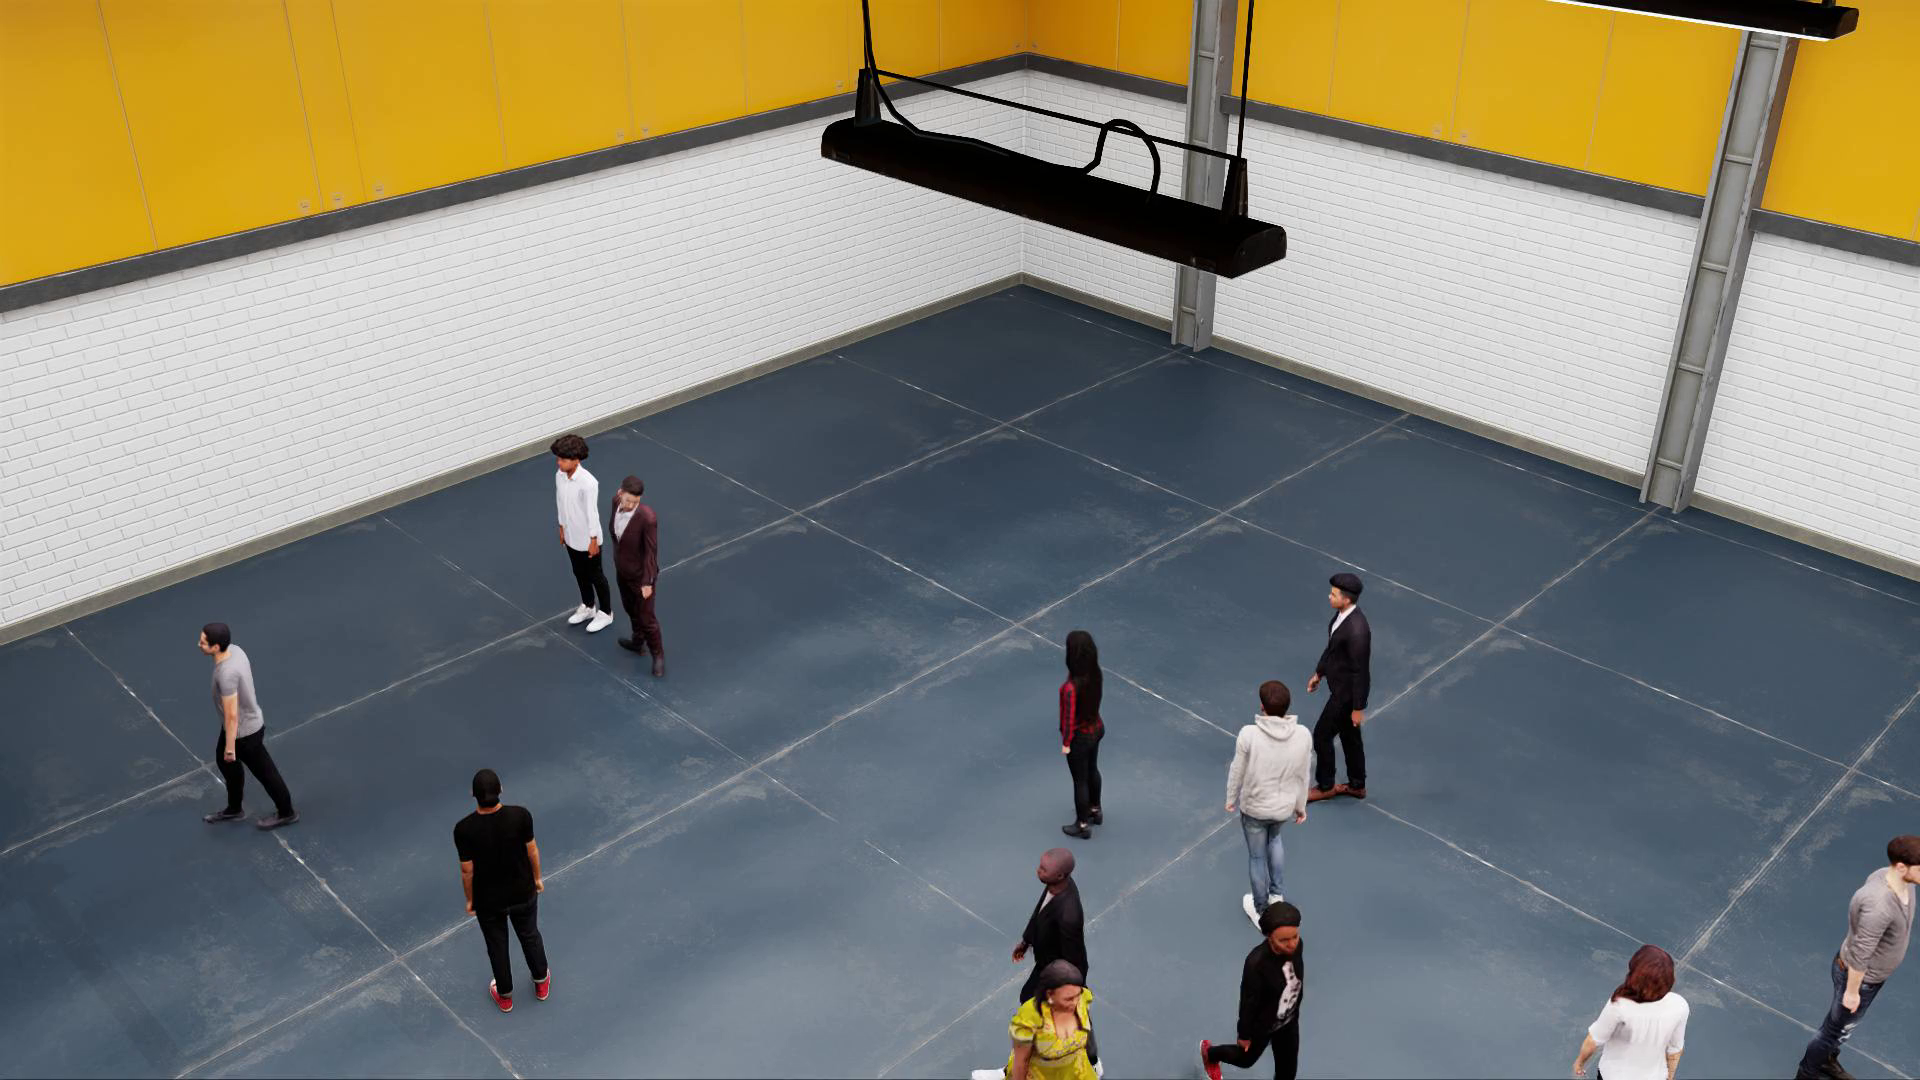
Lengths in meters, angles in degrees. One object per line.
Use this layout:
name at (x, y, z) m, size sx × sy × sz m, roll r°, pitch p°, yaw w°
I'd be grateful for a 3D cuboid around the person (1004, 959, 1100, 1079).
person at (0.445, 2.874, 9.067) m, size 0.918 × 1.625 × 1.046 m, roll -15°, pitch 32°, yaw -26°

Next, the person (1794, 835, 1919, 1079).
person at (5.171, 2.457, 9.545) m, size 0.662 × 1.900 × 0.535 m, roll -25°, pitch 38°, yaw -38°

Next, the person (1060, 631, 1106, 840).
person at (0.892, 1.374, 11.793) m, size 0.610 × 1.648 × 0.637 m, roll 15°, pitch 32°, yaw 26°

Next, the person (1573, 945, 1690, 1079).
person at (3.560, 2.944, 8.801) m, size 0.991 × 1.757 × 1.046 m, roll 1°, pitch 29°, yaw 2°

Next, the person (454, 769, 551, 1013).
person at (-2.817, 2.150, 10.257) m, size 0.701 × 1.758 × 0.671 m, roll -13°, pitch 31°, yaw -23°

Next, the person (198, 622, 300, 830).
person at (-5.011, 1.313, 11.815) m, size 0.912 × 1.735 × 0.928 m, roll -12°, pitch 31°, yaw -20°

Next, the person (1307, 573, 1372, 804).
person at (2.918, 1.095, 12.094) m, size 0.955 × 1.850 × 0.902 m, roll 3°, pitch 29°, yaw 6°

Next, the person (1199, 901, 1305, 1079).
person at (1.682, 2.671, 9.418) m, size 0.746 × 1.645 × 1.119 m, roll -17°, pitch 33°, yaw -28°

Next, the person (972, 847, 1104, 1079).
person at (0.683, 2.492, 9.654) m, size 1.109 × 1.733 × 1.041 m, roll 1°, pitch 29°, yaw 1°

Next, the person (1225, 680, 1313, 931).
person at (2.033, 1.793, 10.828) m, size 0.791 × 1.838 × 0.818 m, roll -6°, pitch 29°, yaw -12°

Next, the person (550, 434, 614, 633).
person at (-3.243, -0.077, 14.284) m, size 0.525 × 1.810 × 0.710 m, roll 21°, pitch 35°, yaw 33°

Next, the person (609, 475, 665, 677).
person at (-2.697, 0.211, 13.727) m, size 0.942 × 1.838 × 0.484 m, roll -18°, pitch 34°, yaw -30°
